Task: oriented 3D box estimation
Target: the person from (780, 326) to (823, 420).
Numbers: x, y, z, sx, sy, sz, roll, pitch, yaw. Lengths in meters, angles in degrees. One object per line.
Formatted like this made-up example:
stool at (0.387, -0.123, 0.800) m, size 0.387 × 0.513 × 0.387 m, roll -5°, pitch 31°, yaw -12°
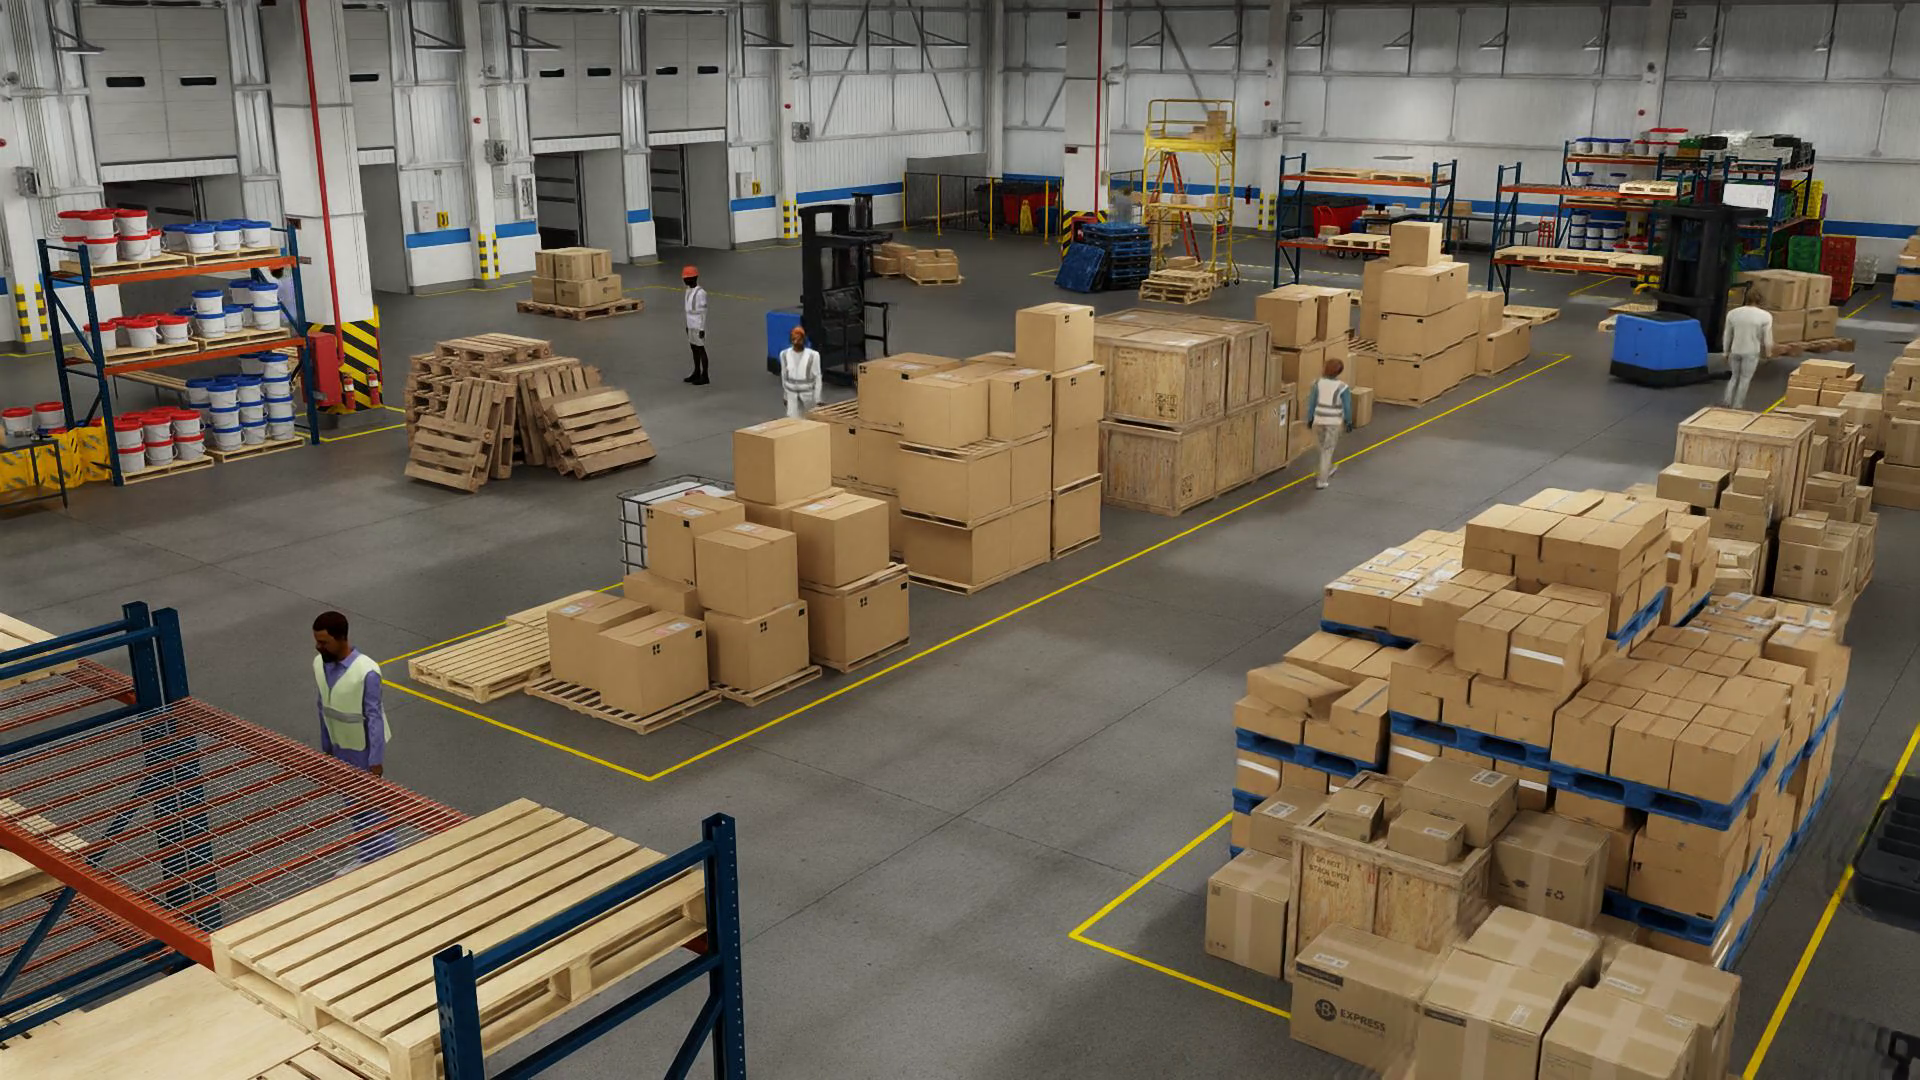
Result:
person at (-2.055, -1.922, 21.923) m, size 0.592 × 1.846 × 0.977 m, roll 4°, pitch 17°, yaw 13°

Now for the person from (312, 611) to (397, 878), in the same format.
person at (-3.973, 1.359, 10.941) m, size 0.594 × 1.908 × 0.390 m, roll 11°, pitch 20°, yaw 31°

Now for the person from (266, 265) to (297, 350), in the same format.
person at (-11.316, -3.774, 27.918) m, size 0.555 × 1.914 × 0.560 m, roll 0°, pitch 17°, yaw 0°

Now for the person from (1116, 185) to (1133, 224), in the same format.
person at (4.143, -7.933, 41.681) m, size 0.435 × 1.920 × 0.635 m, roll -12°, pitch 21°, yaw -35°

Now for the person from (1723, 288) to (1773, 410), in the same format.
person at (11.648, -2.763, 24.564) m, size 0.652 × 1.924 × 0.645 m, roll -16°, pitch 23°, yaw -42°

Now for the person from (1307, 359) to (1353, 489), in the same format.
person at (4.678, -1.477, 20.850) m, size 0.531 × 1.597 × 0.836 m, roll 15°, pitch 23°, yaw 41°

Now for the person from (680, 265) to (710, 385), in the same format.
person at (-4.296, -3.474, 26.888) m, size 0.373 × 1.933 × 0.549 m, roll -11°, pitch 20°, yaw -33°

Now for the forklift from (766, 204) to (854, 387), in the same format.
forklift at (-2.203, -4.067, 27.241) m, size 1.873 × 2.768 × 1.129 m, roll 12°, pitch 21°, yaw 35°

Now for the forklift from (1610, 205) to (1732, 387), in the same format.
forklift at (11.777, -4.004, 27.032) m, size 1.873 × 2.768 × 1.129 m, roll -7°, pitch 18°, yaw -22°

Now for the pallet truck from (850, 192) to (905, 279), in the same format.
pallet truck at (-1.936, -7.159, 38.982) m, size 1.885 × 1.965 × 0.823 m, roll -12°, pitch 21°, yaw -34°
